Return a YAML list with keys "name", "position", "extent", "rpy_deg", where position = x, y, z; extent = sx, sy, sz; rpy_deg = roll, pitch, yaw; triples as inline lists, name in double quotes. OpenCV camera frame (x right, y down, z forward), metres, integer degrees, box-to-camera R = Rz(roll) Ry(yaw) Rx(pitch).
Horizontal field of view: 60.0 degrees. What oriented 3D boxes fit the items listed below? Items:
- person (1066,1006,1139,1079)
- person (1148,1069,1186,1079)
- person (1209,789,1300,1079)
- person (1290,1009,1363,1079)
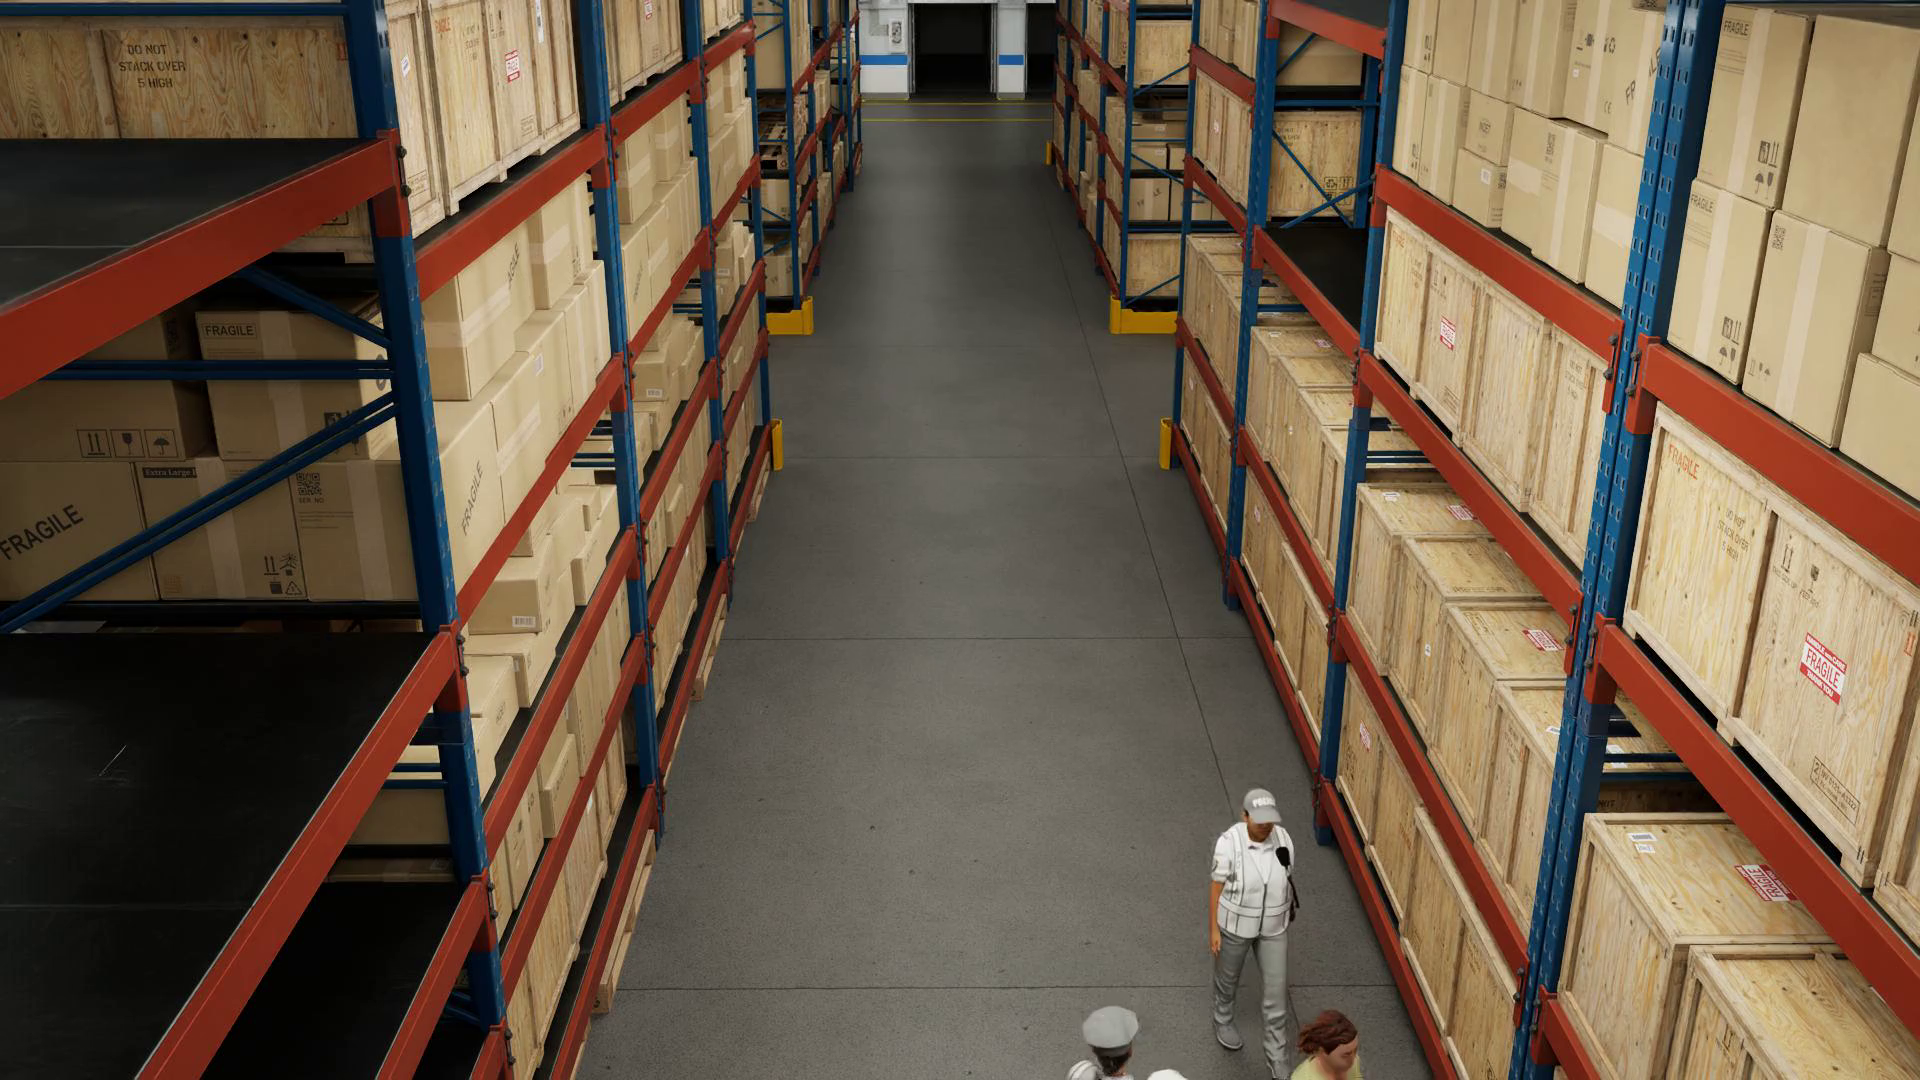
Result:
- name: "person"
  position: [0.627, 2.850, 7.367]
  extent: [0.443, 1.666, 0.566]
  rpy_deg: [-19, 28, -39]
- name: "person"
  position: [0.861, 2.965, 6.965]
  extent: [0.621, 1.793, 0.369]
  rpy_deg: [12, 24, 27]
- name: "person"
  position: [1.626, 2.172, 9.136]
  extent: [0.488, 1.656, 0.732]
  rpy_deg: [-2, 22, -5]
- name: "person"
  position: [1.627, 2.809, 7.530]
  extent: [0.556, 1.661, 0.512]
  rpy_deg: [-18, 28, -37]
